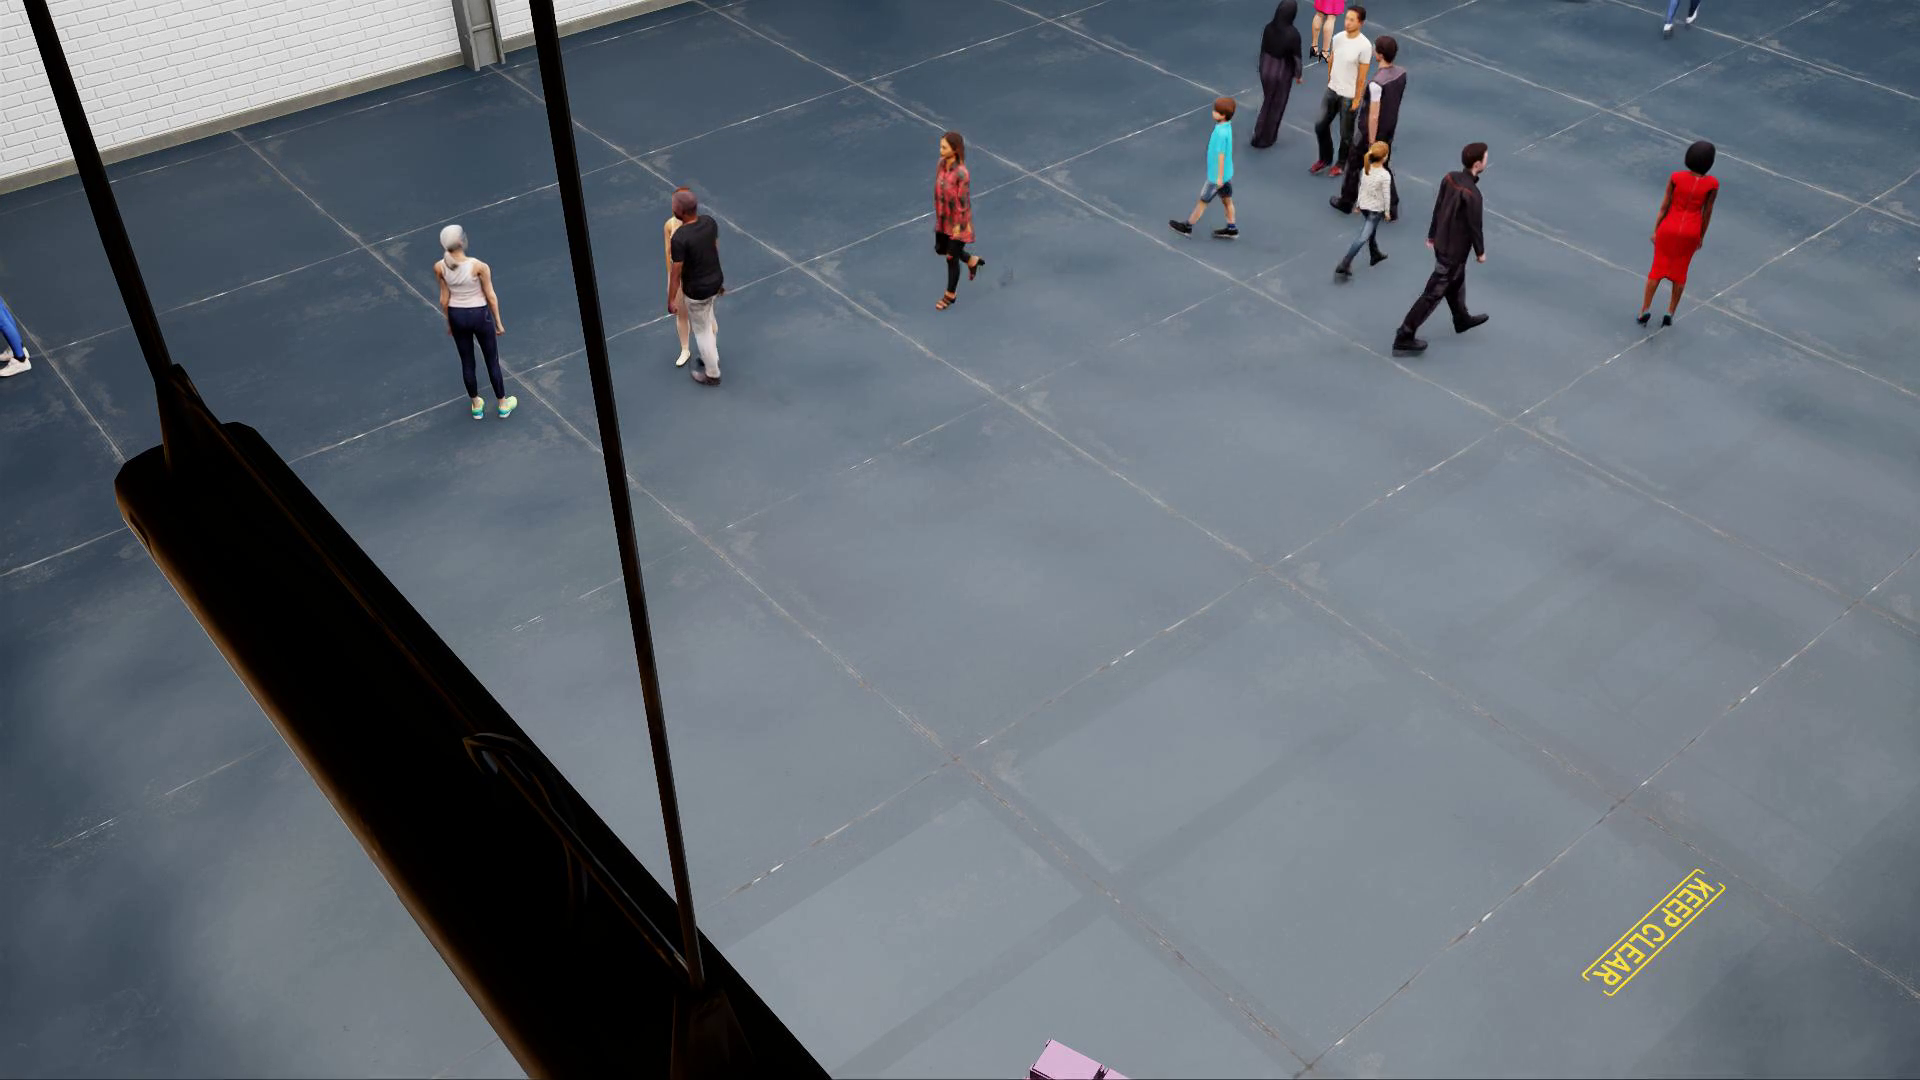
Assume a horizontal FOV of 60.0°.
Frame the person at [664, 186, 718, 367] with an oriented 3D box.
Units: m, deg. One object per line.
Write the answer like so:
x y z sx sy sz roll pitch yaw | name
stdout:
-2.272 -2.230 14.073 0.603 1.643 0.675 1 39 2 | person

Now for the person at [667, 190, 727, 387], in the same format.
-2.082 -2.039 13.714 0.855 1.793 0.750 22 44 25 | person

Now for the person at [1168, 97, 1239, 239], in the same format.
2.545 -3.512 15.855 0.904 1.422 0.926 10 40 13 | person

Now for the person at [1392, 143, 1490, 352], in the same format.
4.111 -2.435 14.151 1.312 1.865 1.088 -6 39 -8 | person

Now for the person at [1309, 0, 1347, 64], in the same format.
4.280 -6.397 19.222 0.579 1.728 0.598 -21 43 -24 | person

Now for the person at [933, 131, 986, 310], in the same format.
0.007 -2.863 14.828 0.821 1.690 0.631 -24 44 -27 | person

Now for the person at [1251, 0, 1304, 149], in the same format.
3.275 -4.868 17.401 0.755 1.611 0.616 -29 47 -31 | person

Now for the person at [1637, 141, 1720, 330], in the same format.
6.273 -2.658 14.529 0.655 1.743 0.662 13 40 16 | person

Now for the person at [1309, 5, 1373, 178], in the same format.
3.965 -4.554 16.864 0.660 1.791 0.662 31 48 33 | person

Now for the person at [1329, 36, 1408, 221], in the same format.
4.082 -3.917 16.036 0.871 1.829 0.732 -27 46 -30 | person

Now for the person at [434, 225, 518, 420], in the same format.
-3.944 -1.751 13.427 0.668 1.701 0.751 -1 39 -1 | person

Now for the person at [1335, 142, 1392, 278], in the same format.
3.748 -3.024 15.353 0.957 1.287 0.581 -20 43 -23 | person

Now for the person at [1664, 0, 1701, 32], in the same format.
8.771 -6.898 19.883 0.782 1.685 1.130 23 44 26 | person
